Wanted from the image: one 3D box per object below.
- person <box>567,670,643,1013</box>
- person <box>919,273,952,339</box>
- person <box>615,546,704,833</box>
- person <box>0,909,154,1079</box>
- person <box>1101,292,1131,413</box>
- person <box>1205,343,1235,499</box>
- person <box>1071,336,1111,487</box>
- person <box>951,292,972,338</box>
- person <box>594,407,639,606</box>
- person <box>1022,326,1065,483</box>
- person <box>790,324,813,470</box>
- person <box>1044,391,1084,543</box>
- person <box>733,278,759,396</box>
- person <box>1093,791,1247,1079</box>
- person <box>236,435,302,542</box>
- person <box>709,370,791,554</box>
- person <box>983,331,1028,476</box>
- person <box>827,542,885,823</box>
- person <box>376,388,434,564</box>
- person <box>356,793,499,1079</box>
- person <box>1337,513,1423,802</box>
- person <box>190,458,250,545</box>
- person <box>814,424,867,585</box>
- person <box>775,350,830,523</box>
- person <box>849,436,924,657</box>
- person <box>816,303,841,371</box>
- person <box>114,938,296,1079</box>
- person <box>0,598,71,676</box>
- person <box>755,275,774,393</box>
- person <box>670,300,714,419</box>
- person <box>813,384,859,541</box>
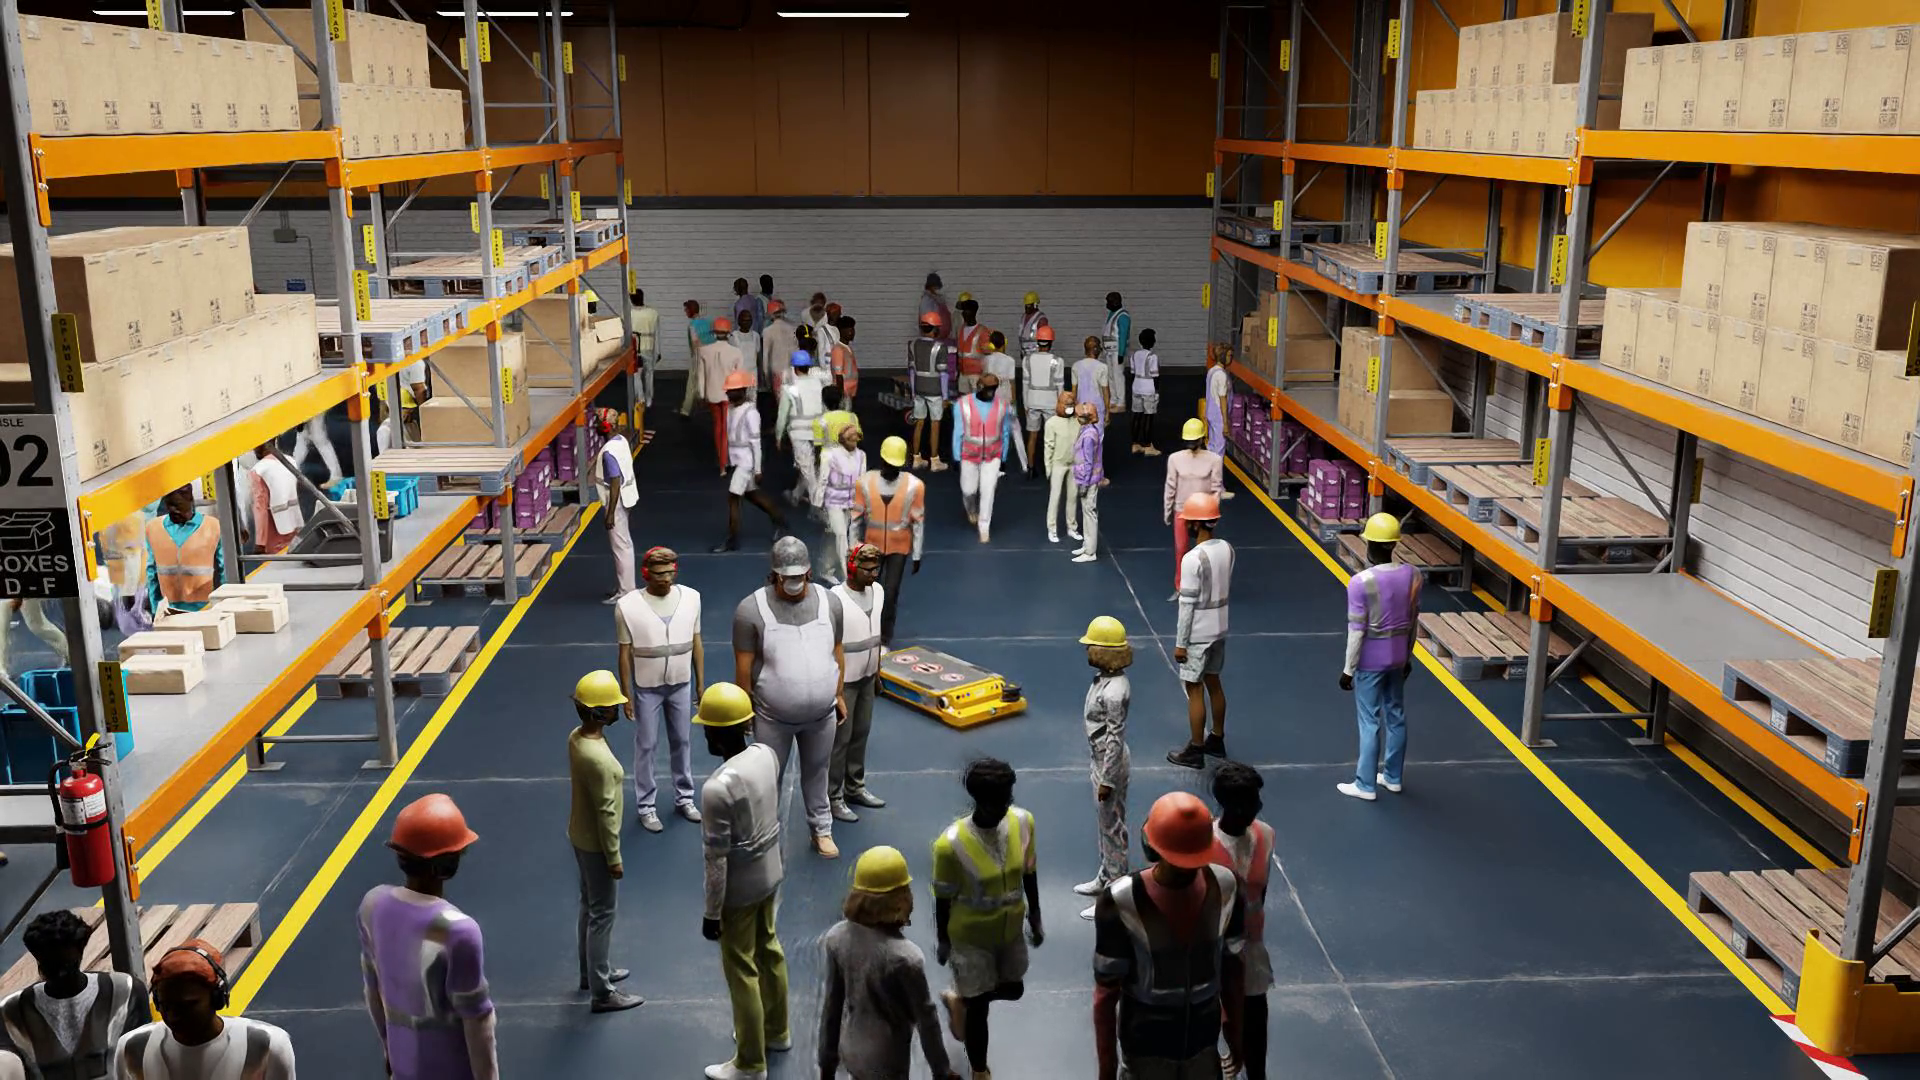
[{"bbox_3d":[-1.803,1.504,8.385,0.333,1.760,0.526,-7,16,-24],"label":"person"},{"bbox_3d":[-0.382,-3.378,26.978,0.533,2.000,0.800,4,15,15],"label":"person"},{"bbox_3d":[-1.885,0.921,10.511,0.561,1.837,0.388,-9,17,-31],"label":"person"},{"bbox_3d":[-3.189,2.125,6.062,0.541,1.696,0.316,-7,16,-25],"label":"person"},{"bbox_3d":[2.374,-2.872,25.429,0.429,1.827,0.636,-4,15,-15],"label":"person"},{"bbox_3d":[3.069,-1.409,19.639,0.345,1.846,0.508,-2,14,-9],"label":"person"},{"bbox_3d":[1.595,-1.556,20.234,0.505,1.838,0.344,8,16,29],"label":"person"},{"bbox_3d":[0.062,-3.054,26.314,0.315,1.740,0.487,-13,19,-41],"label":"person"},{"bbox_3d":[-3.157,-0.312,15.333,0.384,1.845,0.565,-1,14,-2],"label":"person"},{"bbox_3d":[1.039,-1.675,20.520,0.546,1.928,0.381,5,15,20],"label":"person"},{"bbox_3d":[-1.987,-1.818,21.226,0.333,1.860,0.510,-6,16,-24],"label":"person"},{"bbox_3d":[1.118,-0.780,17.619,0.505,1.622,0.292,-7,16,-25],"label":"person"},{"bbox_3d":[-3.430,-3.220,26.584,0.374,1.933,0.625,4,15,16],"label":"person"},{"bbox_3d":[0.810,1.893,6.315,0.612,2.033,0.411,-4,15,-16],"label":"person"},{"bbox_3d":[-7.180,-0.723,16.943,0.674,1.845,1.030,6,15,22],"label":"person"},{"bbox_3d":[-2.188,-0.835,17.294,0.943,1.909,0.550,-8,16,-29],"label":"person"},{"bbox_3d":[0.603,-1.707,20.850,0.567,1.829,0.700,11,18,36],"label":"person"},{"bbox_3d":[-0.684,0.895,10.645,0.419,1.828,0.561,9,17,33],"label":"person"},{"bbox_3d":[-5.515,-0.606,16.538,0.403,1.824,0.596,4,15,14],"label":"person"},{"bbox_3d":[-1.922,1.915,6.207,0.614,2.039,0.395,9,17,31],"label":"person"},{"bbox_3d":[2.739,0.770,10.922,0.589,1.928,0.386,-8,16,-27],"label":"person"},{"bbox_3d":[-6.444,-0.091,14.351,0.401,1.908,0.598,8,16,28],"label":"person"},{"bbox_3d":[-1.076,-0.307,15.795,0.815,1.593,0.547,12,19,40],"label":"person"},{"bbox_3d":[-1.770,-1.188,18.682,0.634,1.886,1.045,-11,18,-37],"label":"person"},{"bbox_3d":[-0.606,0.046,13.833,0.619,1.901,0.523,0,14,0],"label":"person"},{"bbox_3d":[-1.785,-2.394,23.429,0.355,1.884,0.575,8,16,28],"label":"person"},{"bbox_3d":[-2.438,2.187,5.451,0.573,1.883,0.356,-2,14,-7],"label":"person"},{"bbox_3d":[-7.426,0.321,13.146,0.565,1.719,0.817,9,17,32],"label":"person"},{"bbox_3d":[-3.180,-3.385,27.252,0.391,1.920,0.593,3,15,10],"label":"person"},{"bbox_3d":[-3.876,-2.643,24.602,0.951,1.784,0.600,5,15,19],"label":"person"},{"bbox_3d":[-1.285,-0.811,17.612,0.535,1.675,0.730,-5,15,-20],"label":"person"}]
